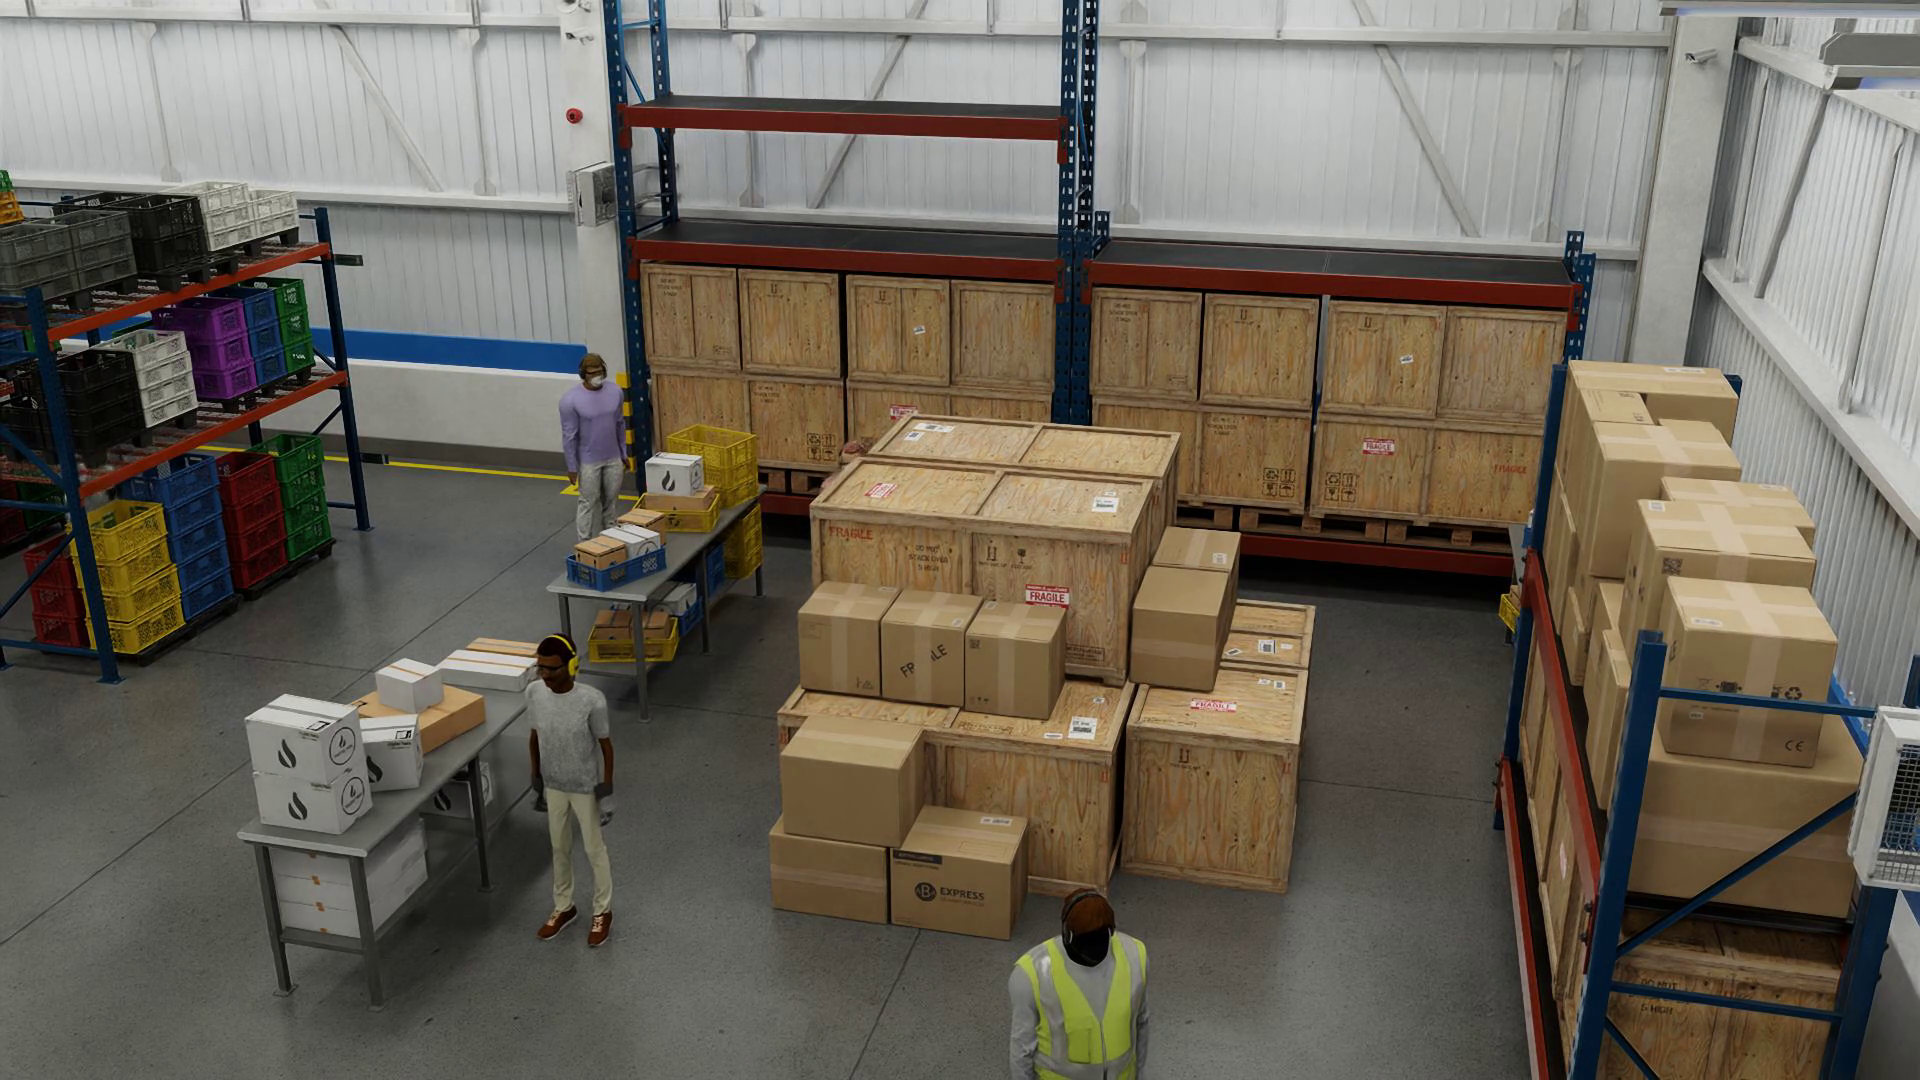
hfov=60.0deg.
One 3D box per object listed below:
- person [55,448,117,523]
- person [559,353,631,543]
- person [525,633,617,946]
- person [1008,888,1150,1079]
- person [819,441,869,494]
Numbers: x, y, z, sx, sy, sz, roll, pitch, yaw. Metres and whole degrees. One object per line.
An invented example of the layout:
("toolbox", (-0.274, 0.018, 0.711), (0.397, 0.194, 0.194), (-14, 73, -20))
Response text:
("person", (-7.500, -0.564, 14.319), (0.583, 1.833, 1.007), (1, 21, 2))
("person", (-3.159, -0.694, 14.506), (0.635, 1.936, 0.351), (-20, 28, -41))
("person", (-2.146, 1.379, 9.190), (0.520, 1.862, 0.335), (6, 22, 15))
("person", (0.510, 2.262, 6.905), (0.624, 1.844, 0.429), (-8, 22, -19))
("person", (-0.749, 0.155, 12.350), (0.658, 1.892, 0.560), (9, 23, 22))
